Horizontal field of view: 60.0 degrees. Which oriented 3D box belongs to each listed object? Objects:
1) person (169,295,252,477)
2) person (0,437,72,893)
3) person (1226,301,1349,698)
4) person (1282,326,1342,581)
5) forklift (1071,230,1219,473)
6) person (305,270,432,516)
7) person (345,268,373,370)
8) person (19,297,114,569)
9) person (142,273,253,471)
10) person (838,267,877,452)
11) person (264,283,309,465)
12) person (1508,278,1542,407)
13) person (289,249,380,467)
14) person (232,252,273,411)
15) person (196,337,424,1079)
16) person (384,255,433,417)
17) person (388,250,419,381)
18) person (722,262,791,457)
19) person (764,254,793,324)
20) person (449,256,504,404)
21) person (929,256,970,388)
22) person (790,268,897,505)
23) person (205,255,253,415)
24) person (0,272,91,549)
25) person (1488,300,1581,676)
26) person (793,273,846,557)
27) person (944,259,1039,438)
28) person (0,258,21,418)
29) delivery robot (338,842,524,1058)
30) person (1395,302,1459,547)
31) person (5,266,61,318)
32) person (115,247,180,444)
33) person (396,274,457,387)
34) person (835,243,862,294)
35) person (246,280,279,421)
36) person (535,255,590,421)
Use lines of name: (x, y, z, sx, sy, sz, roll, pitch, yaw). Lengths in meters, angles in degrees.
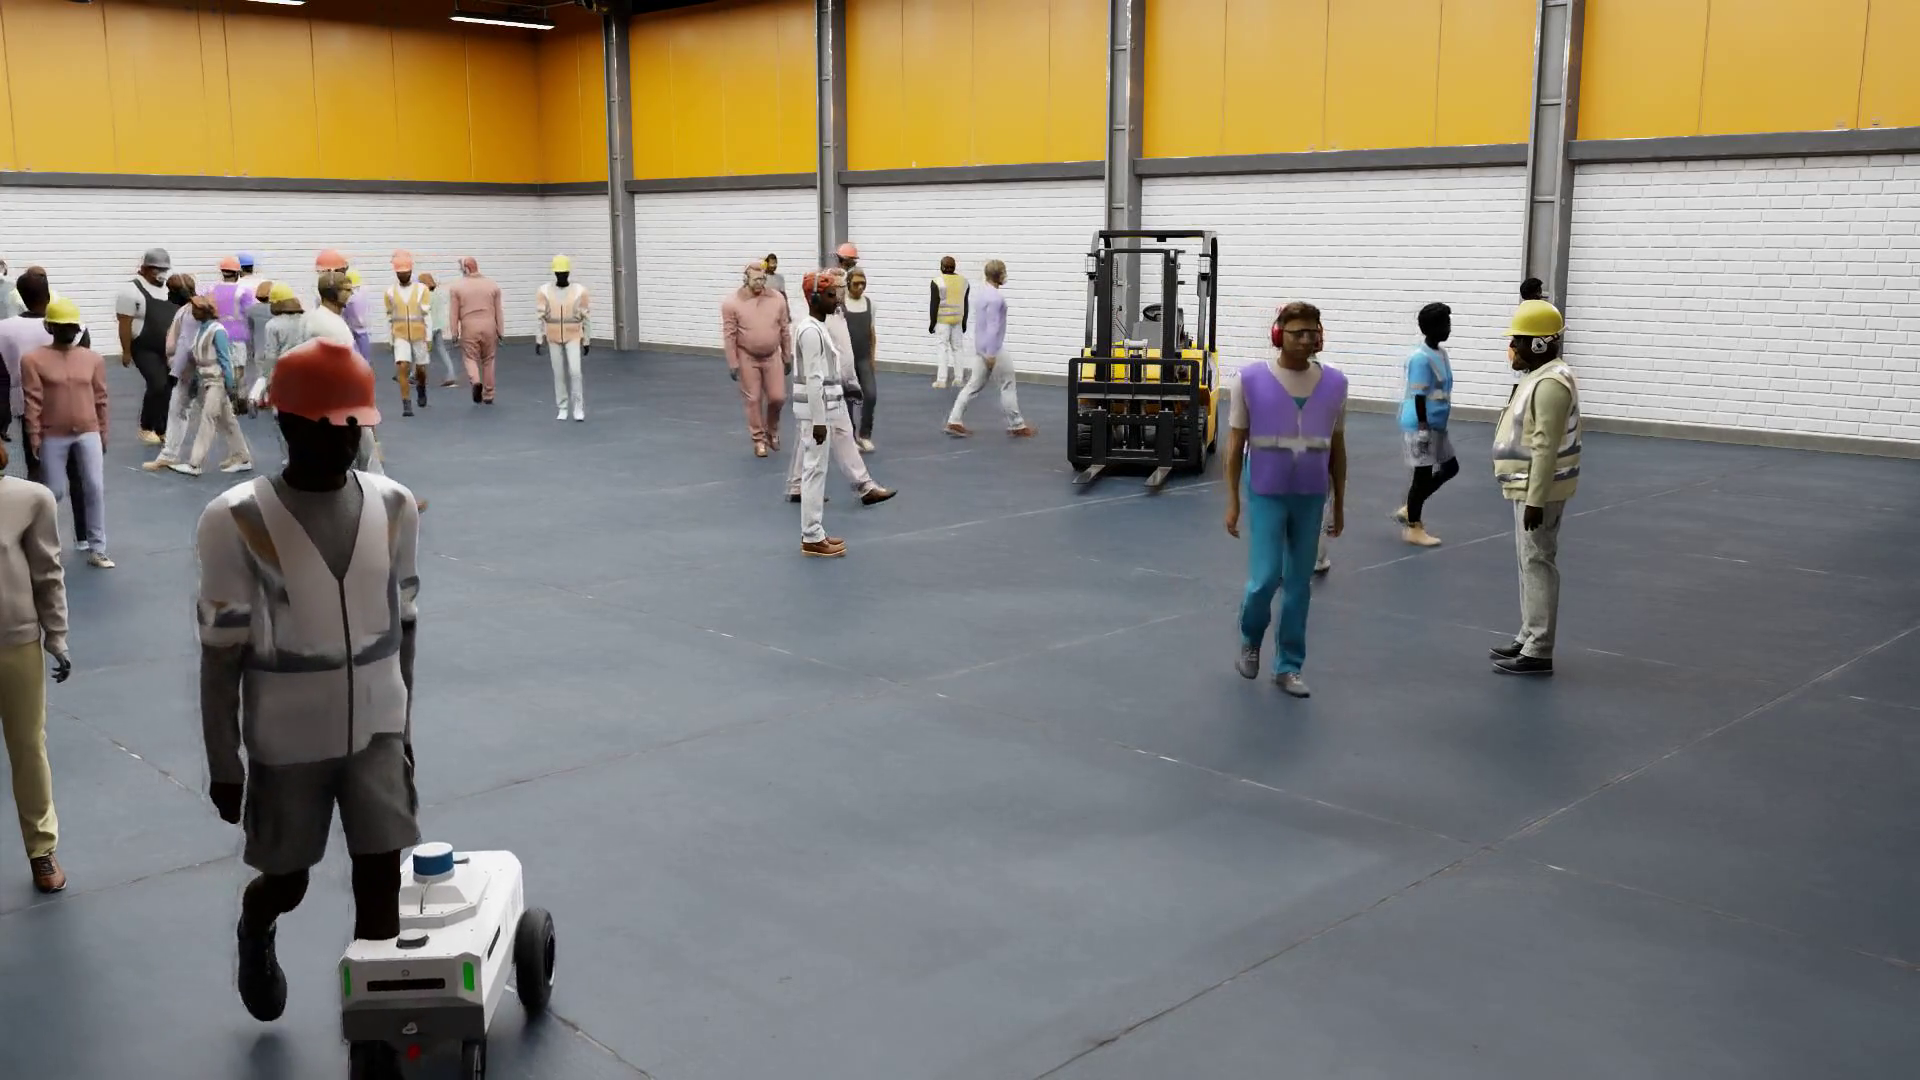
person: (-6.701, -1.358, 14.745, 0.775, 1.601, 0.533, -9, 14, -40)
person: (-3.126, 0.354, 5.325, 0.499, 1.634, 0.280, -5, 12, -28)
person: (1.519, -0.190, 7.727, 0.589, 1.834, 0.436, -2, 11, -11)
person: (2.126, -0.553, 10.340, 0.533, 1.601, 0.721, 6, 12, 30)
forklift: (1.804, -1.825, 15.677, 1.214, 2.155, 2.313, 2, 11, 13)
person: (-4.407, -0.981, 11.923, 1.034, 1.882, 0.641, -2, 11, -12)
person: (-6.058, -1.786, 16.516, 0.426, 1.811, 0.587, -2, 11, -12)
person: (-5.778, -0.692, 10.735, 0.653, 1.748, 0.529, 10, 15, 44)
person: (-6.961, -1.521, 15.131, 0.923, 1.802, 0.622, -7, 12, -32)
person: (-1.024, -1.744, 16.239, 0.515, 1.822, 0.577, -4, 11, -22)
person: (-6.043, -1.481, 15.129, 0.802, 1.704, 0.484, 8, 13, 37)
person: (5.947, -1.914, 17.543, 0.320, 1.690, 0.524, 3, 11, 17)
person: (-5.720, -1.617, 15.069, 0.618, 2.000, 0.978, 9, 14, 42)
person: (-8.640, -2.523, 20.222, 0.703, 1.920, 0.630, 9, 14, 40)
person: (-1.610, 0.441, 4.124, 0.549, 1.907, 0.861, -9, 14, -42)
person: (-6.571, -2.451, 19.873, 0.539, 1.910, 0.791, -3, 11, -14)
person: (-8.159, -3.276, 24.339, 0.582, 1.914, 0.559, 1, 10, 8)
person: (-1.942, -1.731, 16.023, 0.676, 1.877, 0.429, -4, 11, -19)
person: (-2.859, -3.512, 25.847, 0.531, 1.832, 0.879, -9, 14, -40)
person: (-6.055, -2.621, 20.885, 0.671, 1.876, 0.634, -5, 11, -24)
person: (-0.172, -3.059, 23.367, 0.637, 1.842, 0.429, -6, 12, -32)
person: (-0.931, -1.196, 13.125, 0.960, 1.859, 0.669, 1, 10, 8)
person: (-8.588, -2.378, 19.512, 0.571, 1.902, 0.840, 1, 10, 4)
person: (-6.107, -0.838, 11.139, 0.659, 1.889, 0.588, -4, 11, -20)
person: (2.805, -0.254, 8.134, 0.401, 1.824, 0.592, 2, 11, 13)
person: (-0.944, -0.833, 11.114, 0.343, 1.882, 0.585, -1, 10, -4)
person: (0.296, -2.003, 17.487, 1.005, 1.896, 0.645, -3, 11, -14)
person: (-11.366, -2.405, 19.681, 0.633, 1.899, 1.007, -7, 12, -33)
delivery robot: (-1.358, 1.031, 4.322, 0.477, 0.478, 0.707, -1, 10, -5)
person: (3.218, -0.783, 11.386, 0.373, 1.680, 0.547, 7, 12, 32)
person: (-10.499, -2.216, 18.964, 0.622, 1.790, 1.008, -9, 14, -40)
person: (-8.136, -1.972, 16.896, 0.542, 2.000, 0.701, 4, 11, 22)
person: (-7.510, -2.943, 23.406, 0.861, 1.582, 0.527, 1, 10, 8)
person: (-1.503, -2.833, 21.607, 0.532, 2.031, 0.640, -1, 10, -4)
person: (-7.933, -2.152, 19.011, 0.521, 1.618, 0.505, 2, 11, 12)
person: (-4.557, -2.297, 19.070, 0.613, 1.900, 0.770, -1, 10, -7)
